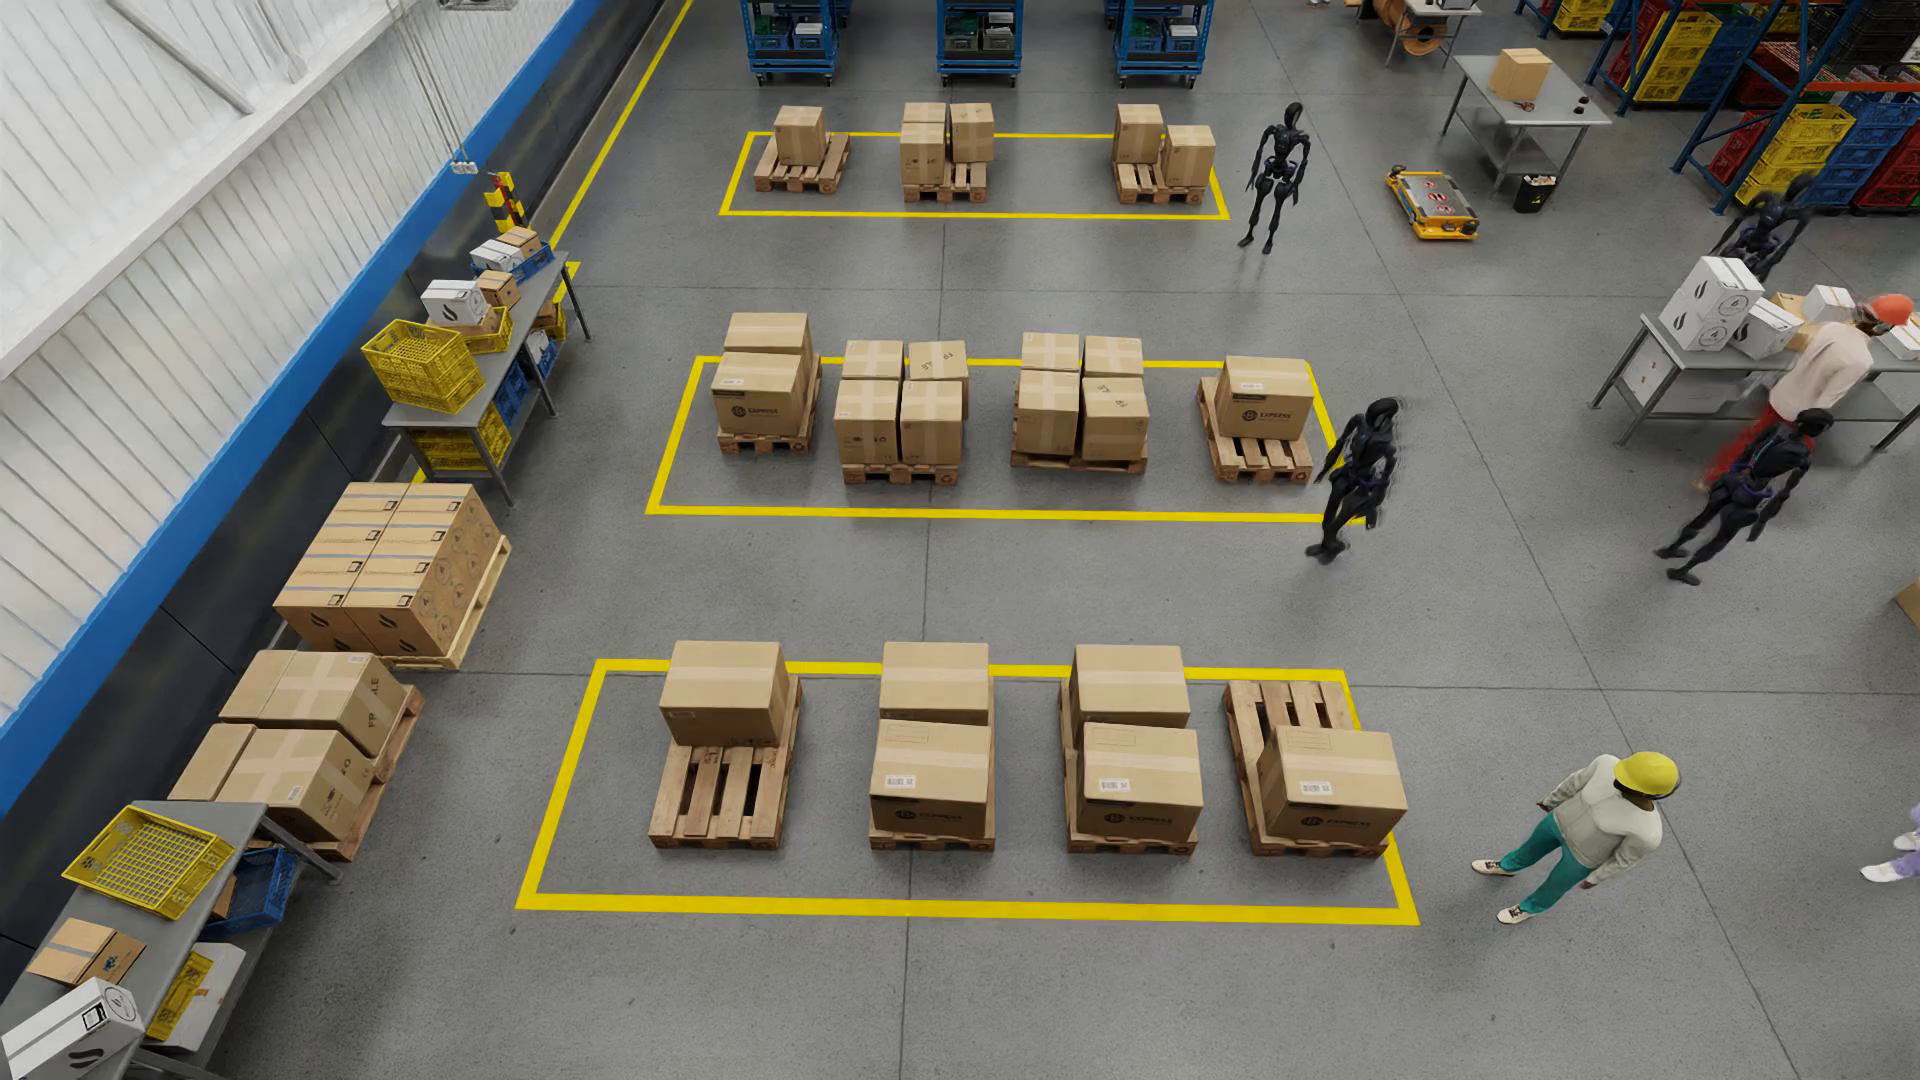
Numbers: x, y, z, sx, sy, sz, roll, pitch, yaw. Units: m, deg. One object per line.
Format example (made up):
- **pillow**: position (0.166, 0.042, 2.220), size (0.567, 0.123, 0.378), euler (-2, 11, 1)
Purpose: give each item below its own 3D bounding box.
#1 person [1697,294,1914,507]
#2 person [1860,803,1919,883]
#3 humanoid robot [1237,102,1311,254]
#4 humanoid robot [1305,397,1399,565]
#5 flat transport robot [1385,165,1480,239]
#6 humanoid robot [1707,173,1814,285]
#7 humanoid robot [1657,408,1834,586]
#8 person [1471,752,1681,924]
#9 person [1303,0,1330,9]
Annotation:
- **person**: position (6.804, -1.086, 7.351), size (0.665, 1.962, 0.629), euler (6, 49, 6)
- **person**: position (5.952, 1.469, 5.173), size (0.485, 1.913, 0.590), euler (-5, 49, -5)
- **humanoid robot**: position (3.449, -3.929, 9.993), size (0.593, 1.657, 0.326), euler (27, 54, 21)
- **humanoid robot**: position (2.970, -0.401, 6.945), size (0.369, 1.644, 0.600), euler (-13, 50, -11)
- **flat transport robot**: position (5.692, -4.094, 11.059), size (0.652, 0.197, 1.431), euler (1, 49, 1)
- **humanoid robot**: position (7.755, -2.826, 9.045), size (0.392, 1.656, 0.588), euler (-27, 54, -21)
- **humanoid robot**: position (5.901, -0.335, 6.889), size (0.336, 1.657, 0.631), euler (4, 49, 3)
- **person**: position (3.421, 1.658, 5.107), size (0.314, 1.767, 0.534), euler (-4, 49, -4)
- **person**: position (6.031, -9.657, 14.827), size (0.572, 1.880, 0.357), euler (-11, 50, -10)
